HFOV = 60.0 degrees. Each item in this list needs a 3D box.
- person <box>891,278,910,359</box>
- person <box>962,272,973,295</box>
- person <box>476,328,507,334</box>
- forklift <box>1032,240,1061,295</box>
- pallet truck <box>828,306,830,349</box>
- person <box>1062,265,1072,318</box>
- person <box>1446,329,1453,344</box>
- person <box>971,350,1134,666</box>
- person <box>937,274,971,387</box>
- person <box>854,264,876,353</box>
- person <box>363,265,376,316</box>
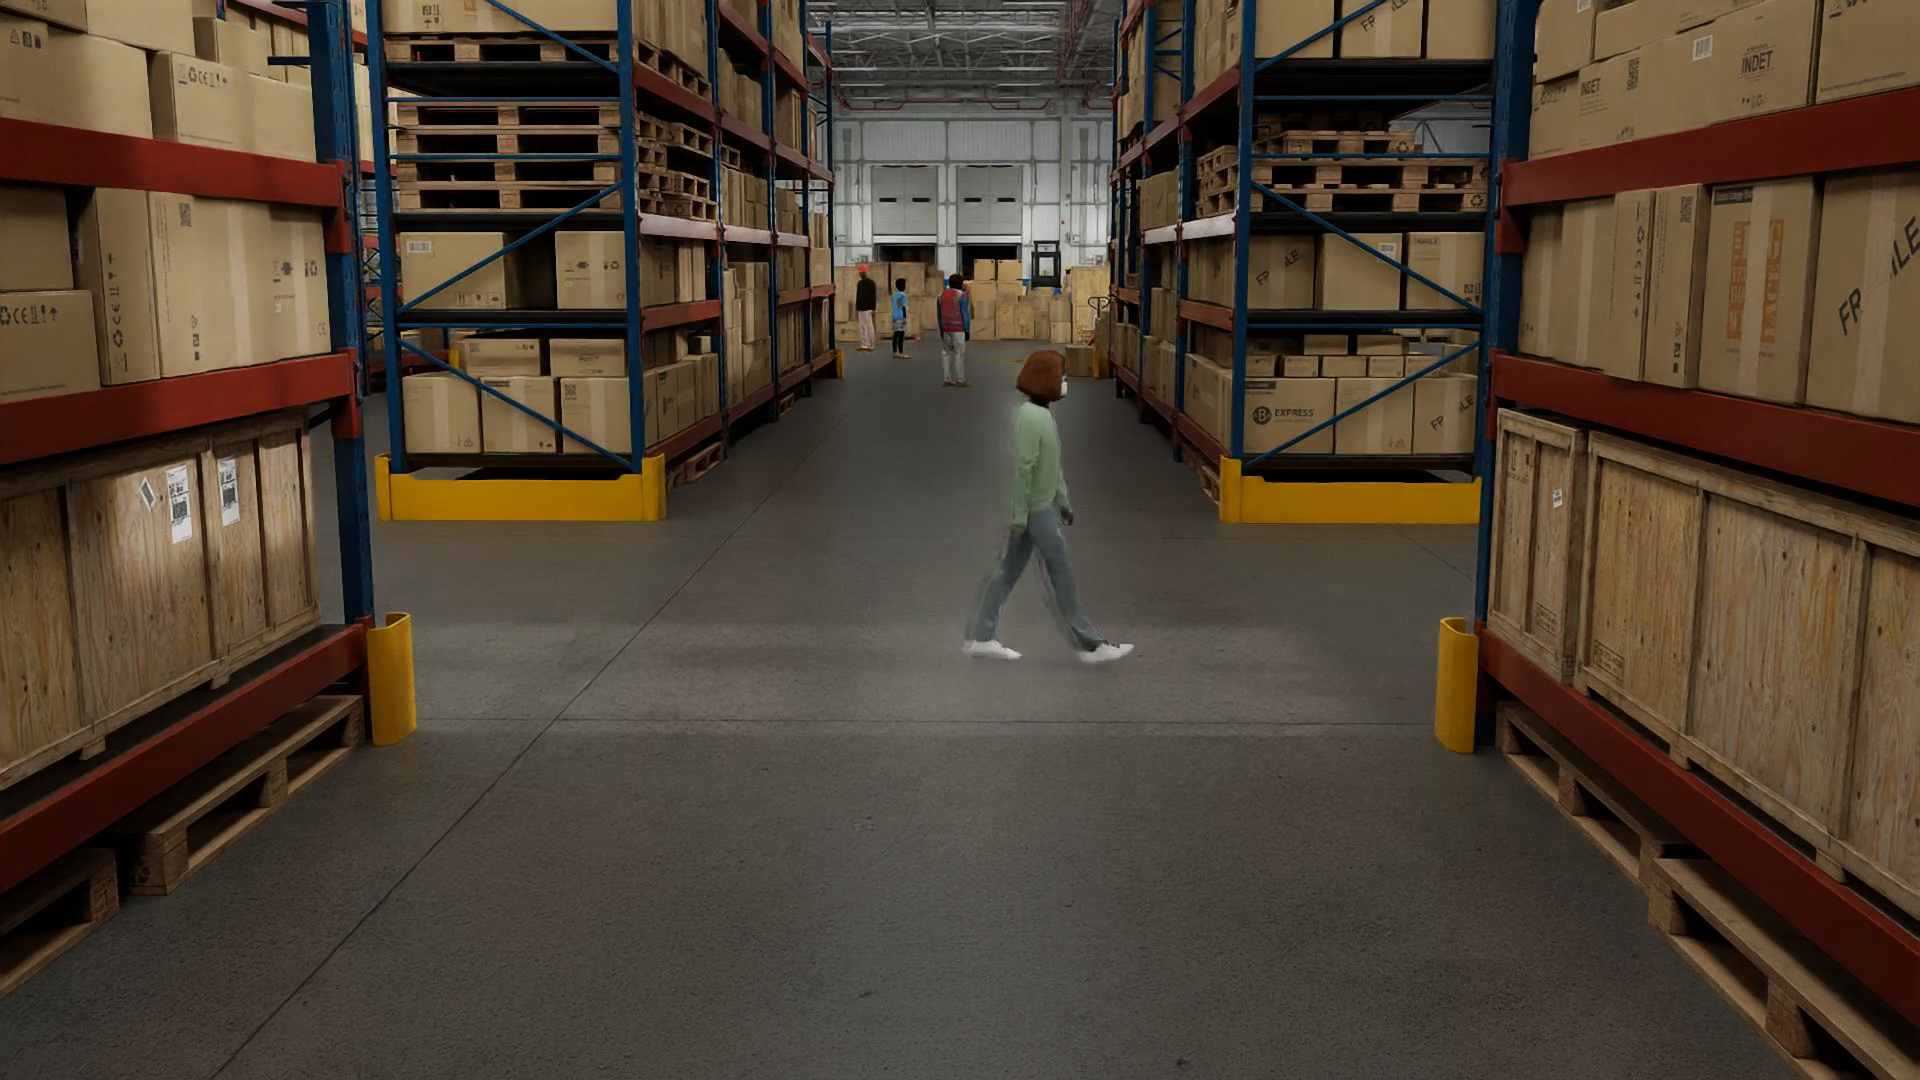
[{"bbox_3d":[-1.266,-4.664,35.051,0.320,1.692,0.531,-5,11,-28],"label":"person"},{"bbox_3d":[0.322,-8.852,60.149,0.530,1.689,0.321,0,9,-1],"label":"person"},{"bbox_3d":[-7.883,-3.607,27.986,0.552,1.934,0.373,0,9,3],"label":"person"},{"bbox_3d":[3.161,-9.557,60.806,1.129,2.768,1.873,0,9,1],"label":"forklift"},{"bbox_3d":[-3.100,-3.940,29.800,1.885,1.965,0.823,3,10,19],"label":"pallet truck"},{"bbox_3d":[3.914,-8.966,60.166,0.587,1.919,0.396,-7,12,-36],"label":"person"},{"bbox_3d":[12.032,-5.699,40.591,0.450,1.919,0.625,-3,10,-20],"label":"person"},{"bbox_3d":[0.438,-0.157,8.347,0.845,1.579,0.520,2,10,9],"label":"person"},{"bbox_3d":[-0.072,-3.400,27.034,0.633,1.841,0.429,8,12,40],"label":"person"},{"bbox_3d":[-2.136,-5.181,37.249,0.401,1.989,0.623,-8,13,-41],"label":"person"},{"bbox_3d":[-22.268,-9.371,62.610,0.799,1.899,0.598,-7,12,-35],"label":"person"}]
